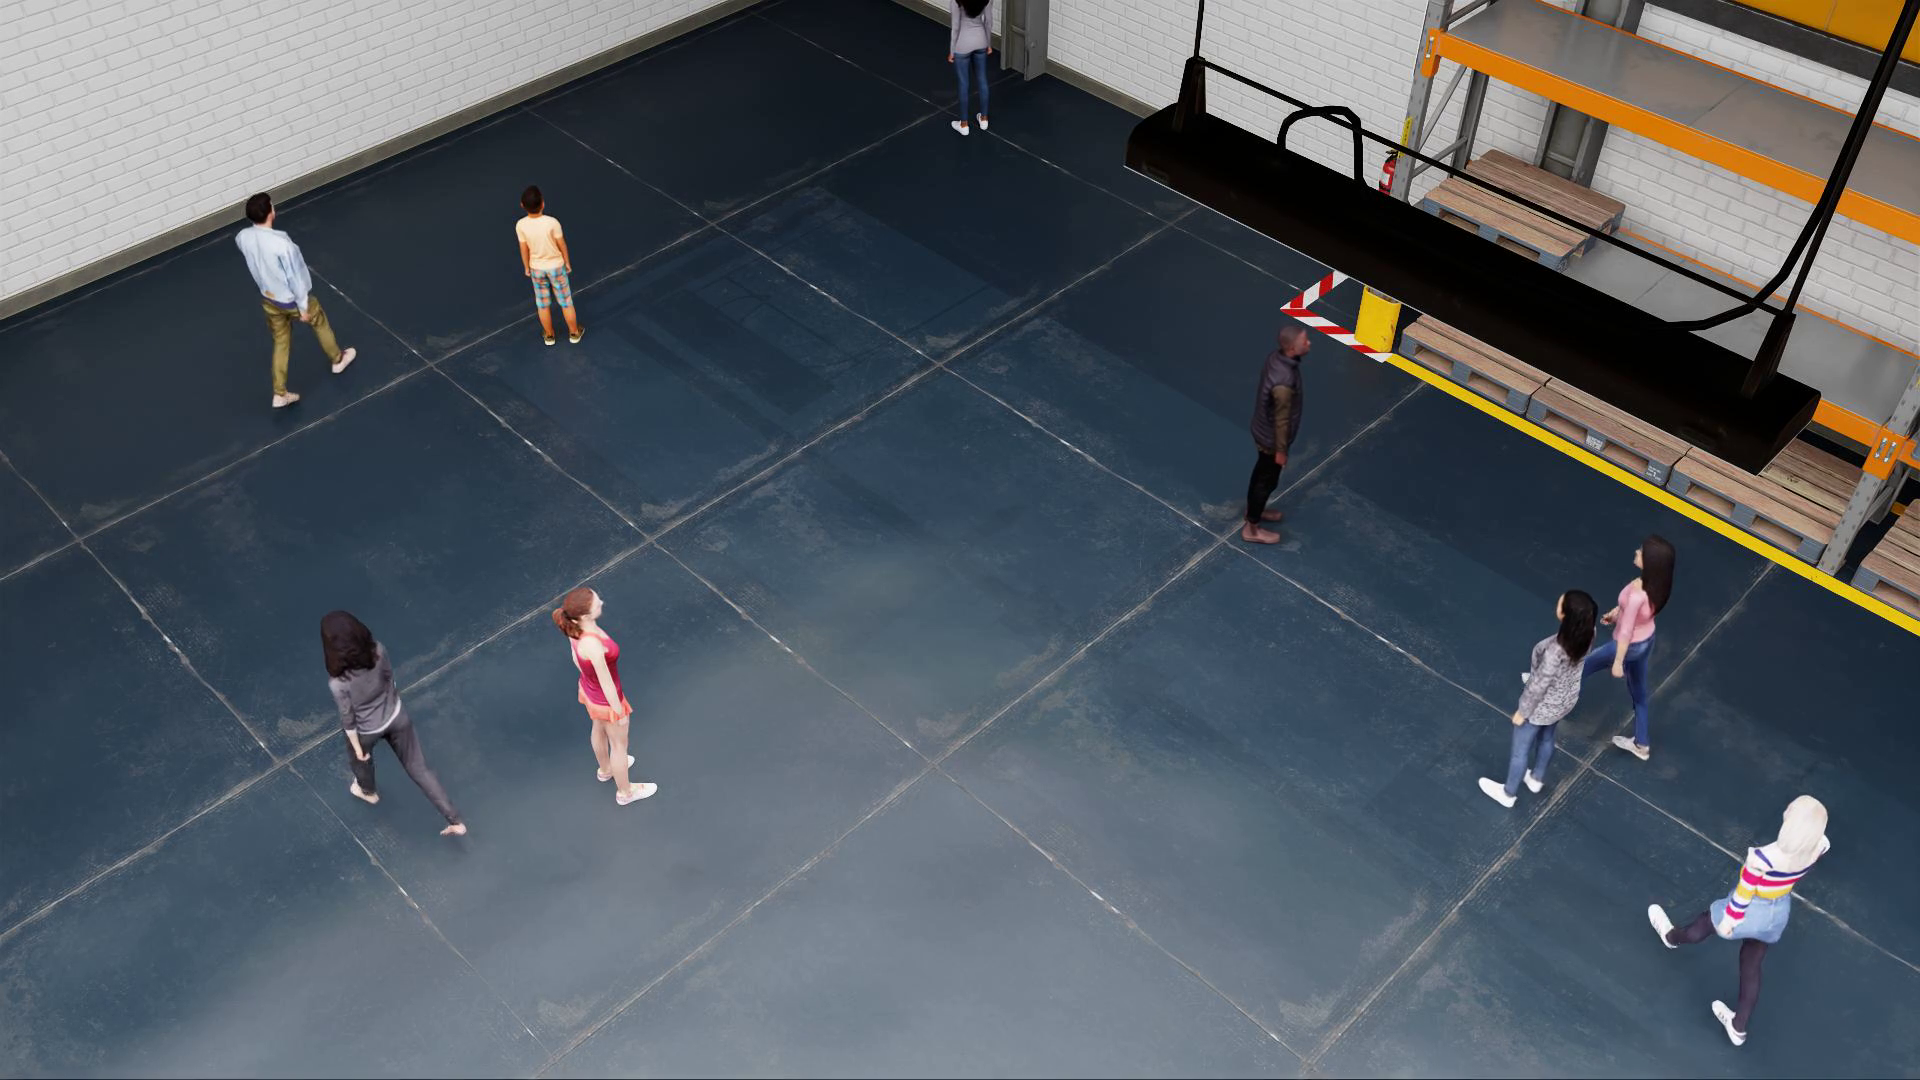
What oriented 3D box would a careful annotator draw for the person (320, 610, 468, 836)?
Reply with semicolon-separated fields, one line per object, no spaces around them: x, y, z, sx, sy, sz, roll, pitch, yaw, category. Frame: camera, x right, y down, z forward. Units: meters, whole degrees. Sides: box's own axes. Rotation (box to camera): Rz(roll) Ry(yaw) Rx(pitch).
-3.375;1.146;9.884;1.208;1.710;0.686;27;50;26;person

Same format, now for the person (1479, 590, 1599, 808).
3.562;0.966;10.058;0.646;1.731;0.577;-27;50;-26;person

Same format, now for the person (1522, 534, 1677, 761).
4.238;0.698;10.367;0.588;1.693;1.143;-32;52;-29;person

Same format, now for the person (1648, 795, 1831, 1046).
4.301;2.056;8.894;1.033;1.757;1.216;-10;45;-10;person

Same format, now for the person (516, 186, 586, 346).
-3.379;-2.241;13.620;0.603;1.461;0.643;-5;44;-6;person

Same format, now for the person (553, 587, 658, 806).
-2.167;0.927;10.083;0.648;1.753;0.525;-28;50;-26;person

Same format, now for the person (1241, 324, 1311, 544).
2.225;-0.762;11.796;0.809;1.836;0.783;5;44;5;person

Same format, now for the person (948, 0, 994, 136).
0.105;-4.758;16.064;0.676;1.735;0.634;-19;47;-19;person

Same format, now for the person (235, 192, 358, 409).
-5.312;-1.830;12.963;1.212;1.771;1.087;13;45;14;person
